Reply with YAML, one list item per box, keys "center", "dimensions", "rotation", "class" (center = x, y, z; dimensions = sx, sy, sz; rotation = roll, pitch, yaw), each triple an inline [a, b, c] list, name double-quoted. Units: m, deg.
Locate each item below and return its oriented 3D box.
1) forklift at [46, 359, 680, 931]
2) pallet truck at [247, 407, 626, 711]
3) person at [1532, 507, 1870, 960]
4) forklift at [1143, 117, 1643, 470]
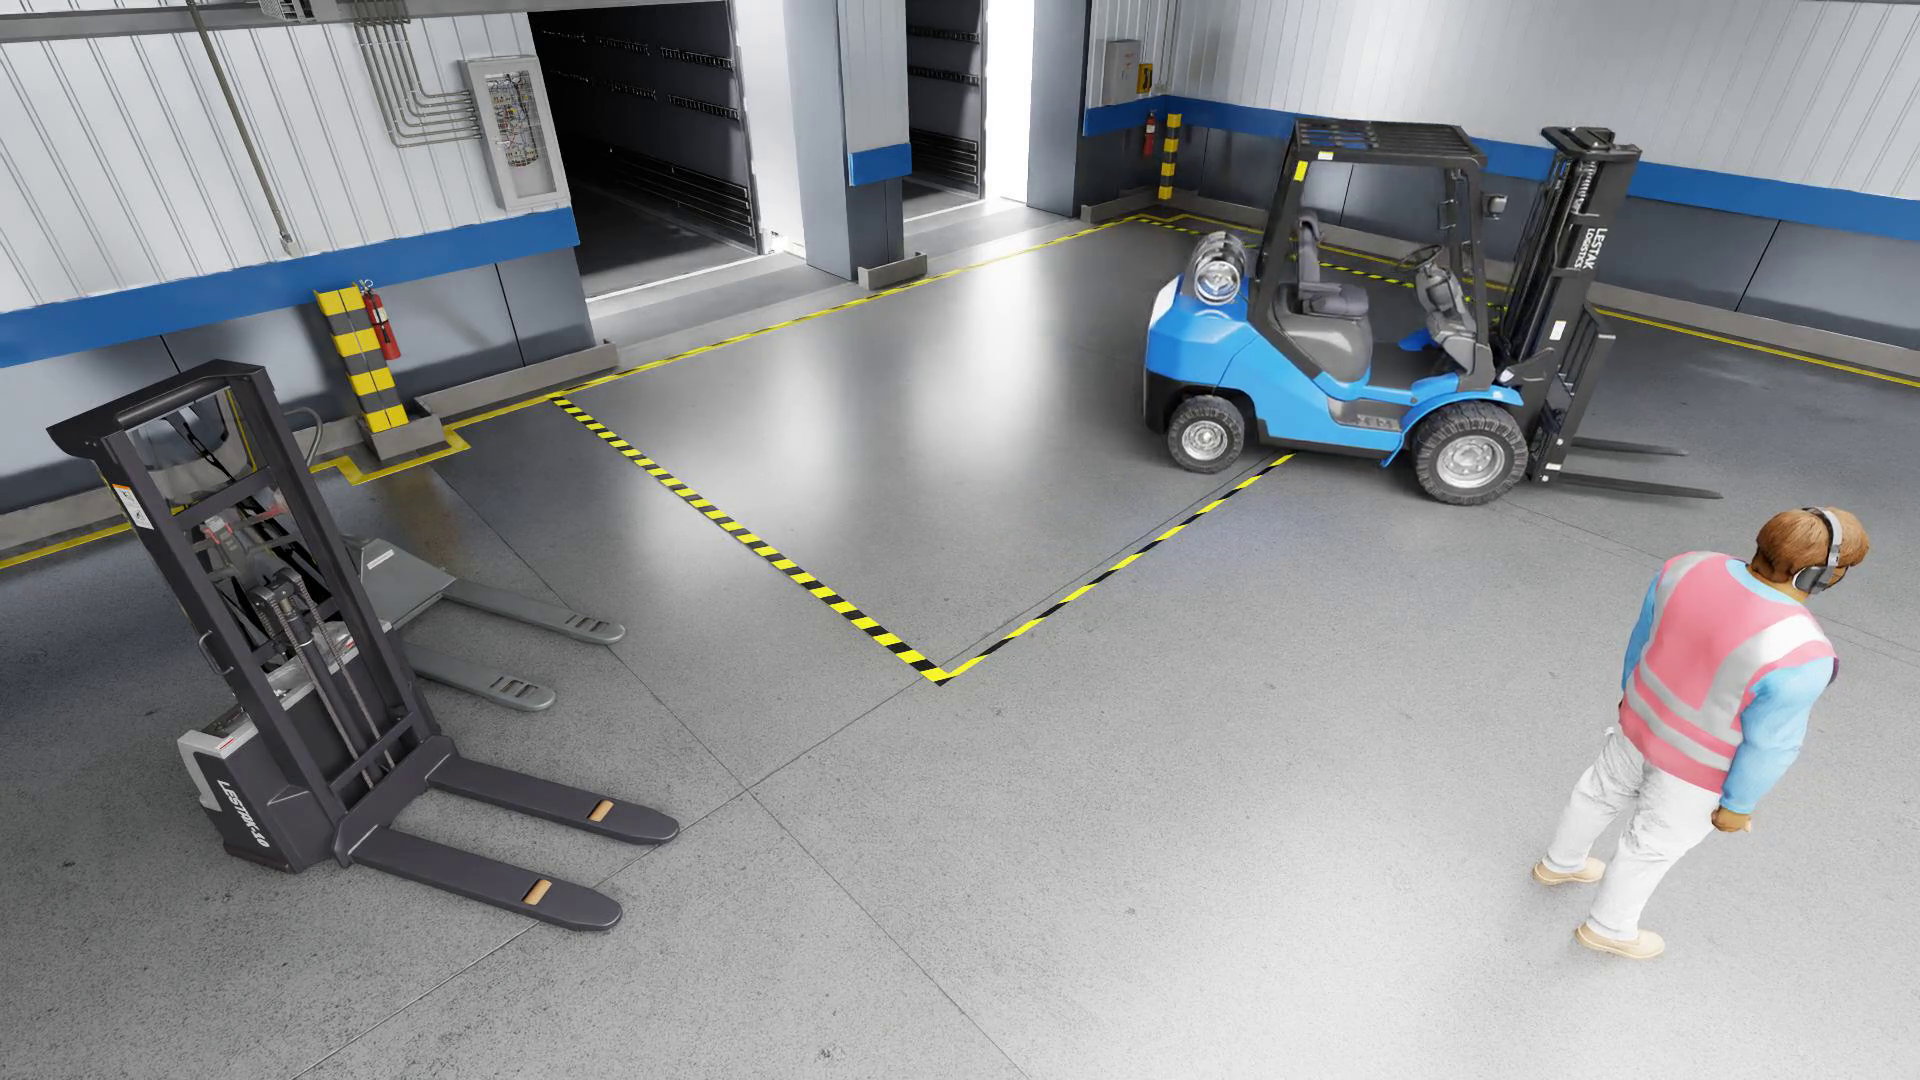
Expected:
- center: [-2.135, 0.422, 3.354]
  dimensions: [1.885, 1.965, 0.823]
  rotation: [10, 35, 14]
  class: "forklift"
- center: [-2.628, 0.038, 4.590]
  dimensions: [1.601, 1.201, 0.680]
  rotation: [12, 36, 18]
  class: "pallet truck"
- center: [2.467, 0.684, 3.105]
  dimensions: [0.430, 1.845, 0.619]
  rotation: [-1, 34, -1]
  class: "person"
- center: [2.672, -1.651, 6.086]
  dimensions: [2.680, 2.036, 1.157]
  rotation: [9, 35, 13]
  class: "forklift"
